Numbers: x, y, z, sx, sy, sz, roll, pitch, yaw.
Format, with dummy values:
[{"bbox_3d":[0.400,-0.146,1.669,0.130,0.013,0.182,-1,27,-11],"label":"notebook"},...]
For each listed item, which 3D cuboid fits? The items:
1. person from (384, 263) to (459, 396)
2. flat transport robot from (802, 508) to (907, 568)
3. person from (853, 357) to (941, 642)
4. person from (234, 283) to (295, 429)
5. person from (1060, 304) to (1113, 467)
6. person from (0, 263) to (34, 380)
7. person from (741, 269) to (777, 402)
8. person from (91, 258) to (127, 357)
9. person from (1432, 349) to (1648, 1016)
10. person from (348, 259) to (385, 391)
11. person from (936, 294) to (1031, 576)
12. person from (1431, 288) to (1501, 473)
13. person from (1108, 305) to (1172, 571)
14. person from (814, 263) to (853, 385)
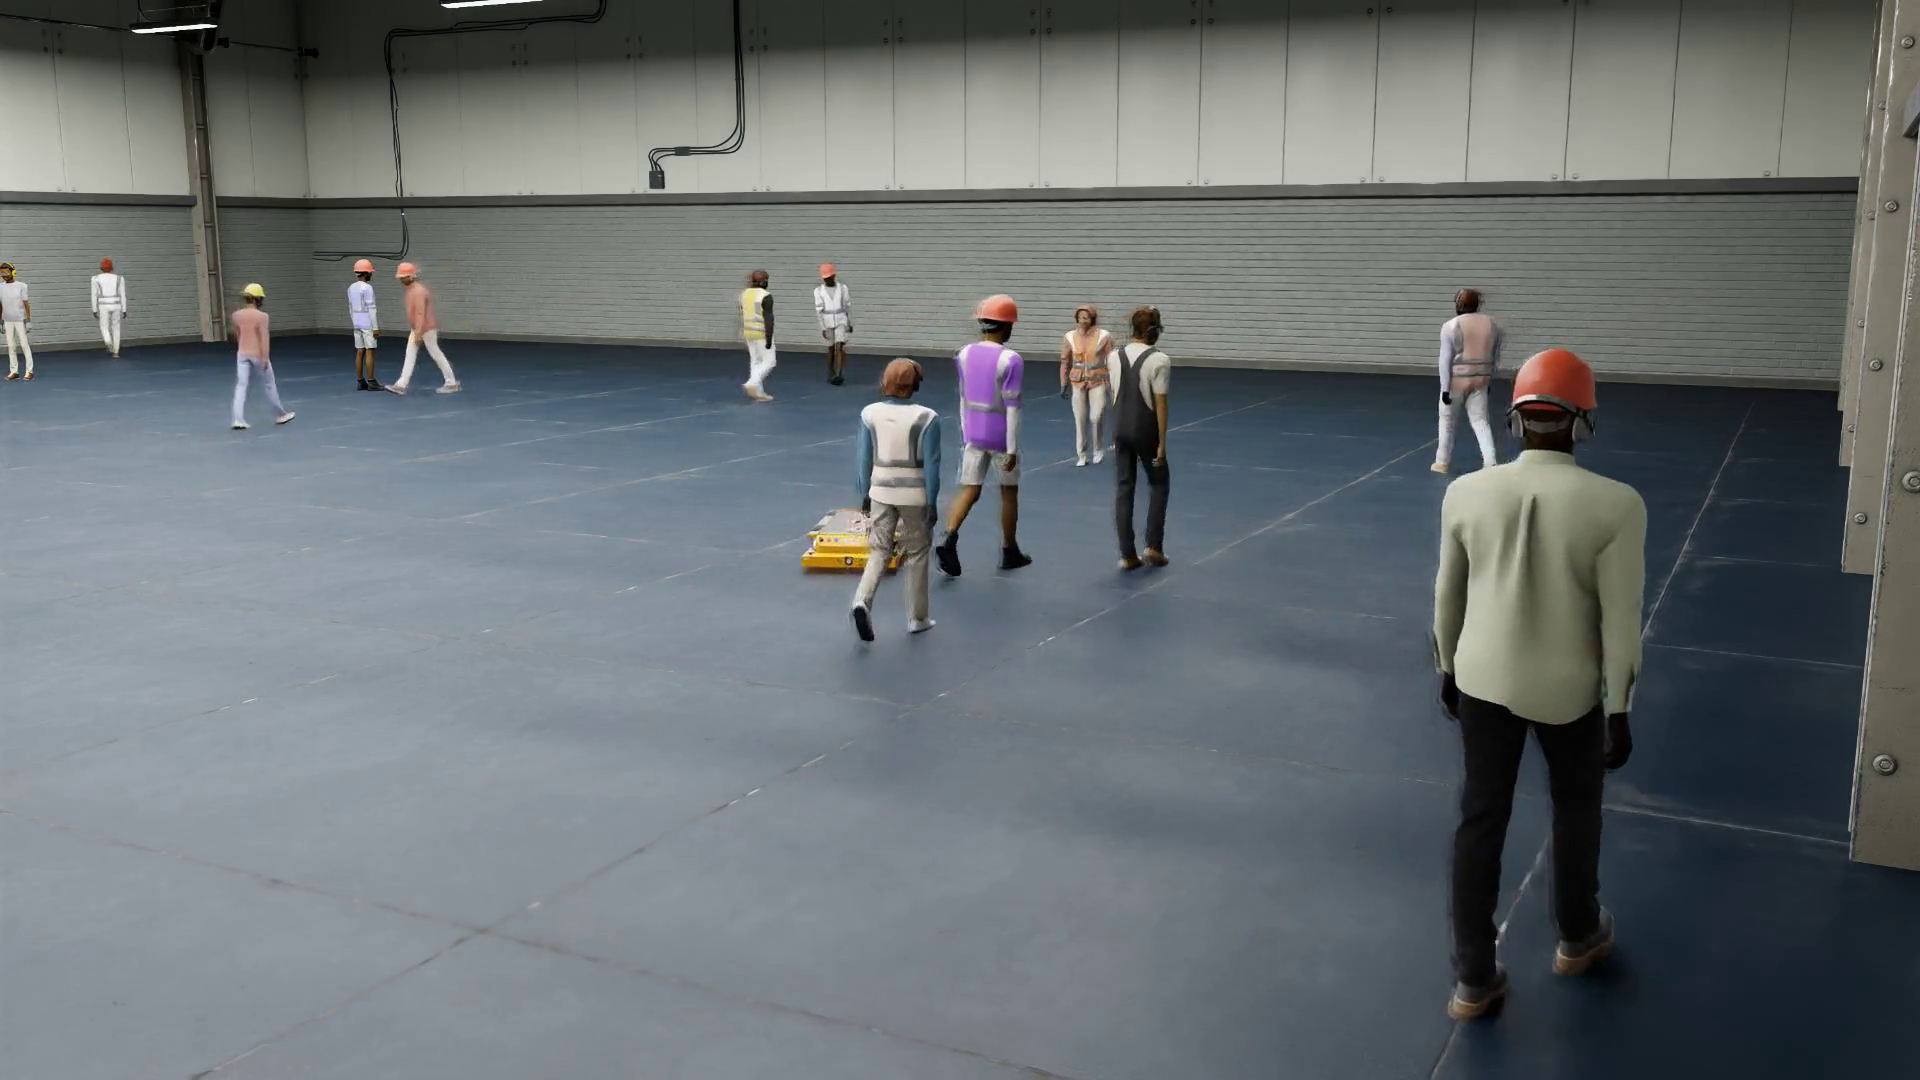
[{"bbox_3d":[-7.768,-3.029,23.947,1.112,1.900,0.622,-9,13,-39],"label":"person"},{"bbox_3d":[-0.703,-0.027,12.020,0.652,0.197,1.431,1,10,4],"label":"flat transport robot"},{"bbox_3d":[-0.371,-0.221,9.424,0.522,1.619,0.700,4,11,23],"label":"person"},{"bbox_3d":[-8.428,-2.201,19.918,0.536,1.715,0.905,3,11,16],"label":"person"},{"bbox_3d":[1.273,-1.523,16.489,0.561,1.619,0.399,3,11,16],"label":"person"},{"bbox_3d":[-15.065,-3.474,26.494,0.511,1.861,0.312,-1,10,-3],"label":"person"},{"bbox_3d":[-2.789,-2.798,22.880,0.629,1.831,0.531,10,14,44],"label":"person"},{"bbox_3d":[-15.951,-4.346,31.210,0.582,1.868,0.553,-7,12,-32],"label":"person"},{"bbox_3d":[1.771,0.407,5.050,0.648,1.954,0.921,7,13,35],"label":"person"},{"bbox_3d":[-8.784,-3.171,24.611,0.543,1.939,0.361,8,13,36],"label":"person"},{"bbox_3d":[0.173,-0.698,11.232,0.557,1.911,0.858,7,13,35],"label":"person"},{"bbox_3d":[4.844,-1.487,15.811,0.624,1.810,0.893,-2,11,-10],"label":"person"},{"bbox_3d":[1.261,-0.700,11.474,0.498,1.822,0.576,7,12,32],"label":"person"},{"bbox_3d":[-1.951,-3.327,25.690,0.568,1.874,0.837,-1,10,-4],"label":"person"}]
